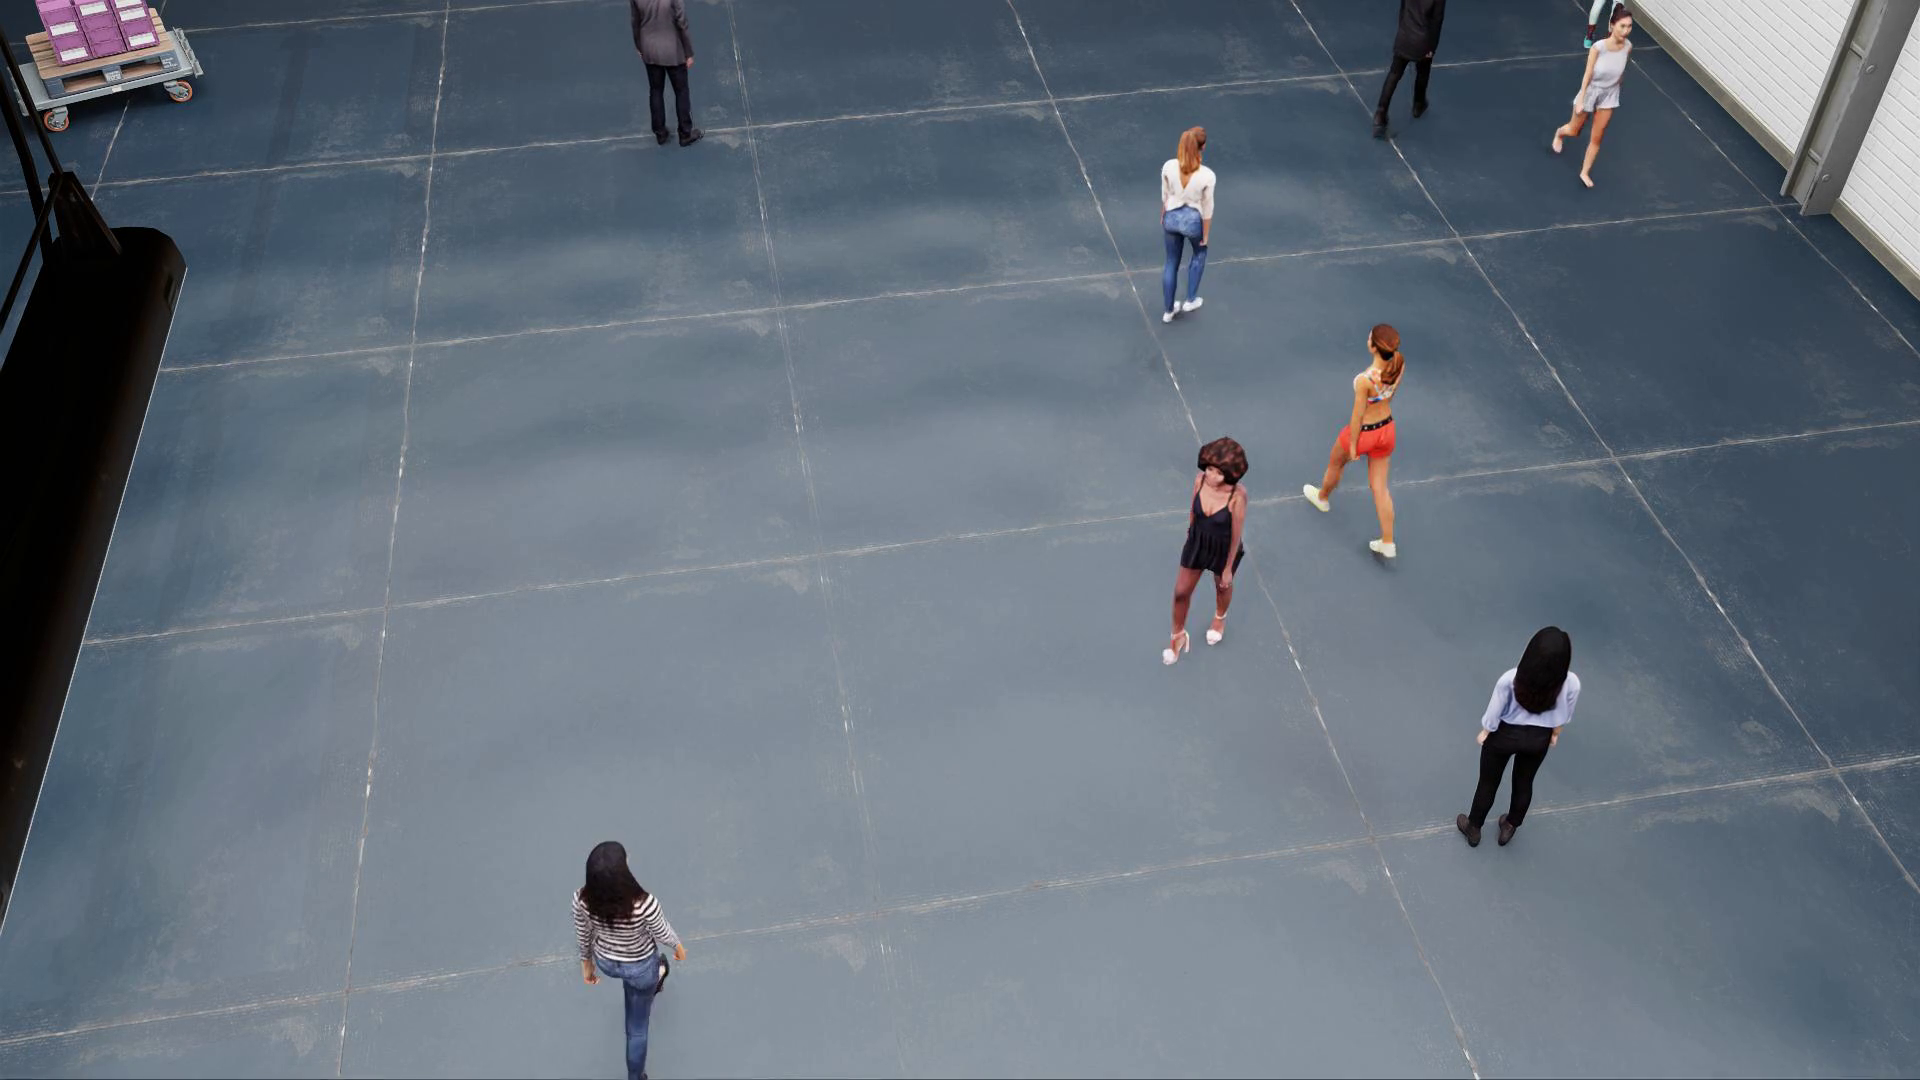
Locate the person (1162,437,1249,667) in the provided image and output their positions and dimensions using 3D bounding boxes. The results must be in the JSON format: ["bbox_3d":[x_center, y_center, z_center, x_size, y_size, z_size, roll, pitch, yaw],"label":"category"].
[{"bbox_3d":[1.649,0.016,10.518,0.830,1.766,0.897,23,48,22],"label":"person"}]

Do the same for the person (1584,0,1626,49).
[{"bbox_3d":[6.575,-5.720,16.570,0.644,1.724,0.715,30,51,27],"label":"person"}]

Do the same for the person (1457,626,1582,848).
[{"bbox_3d":[3.146,1.125,9.370,0.687,1.744,0.614,1,44,1],"label":"person"}]

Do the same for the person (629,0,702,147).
[{"bbox_3d":[-2.698,-4.477,15.186,0.804,1.833,0.745,8,44,8],"label":"person"}]

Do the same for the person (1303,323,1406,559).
[{"bbox_3d":[2.824,-0.647,11.226,0.780,1.750,1.207,-18,47,-18],"label":"person"}]

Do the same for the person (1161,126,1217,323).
[{"bbox_3d":[1.737,-2.442,13.139,0.736,1.710,0.779,17,46,17],"label":"person"}]

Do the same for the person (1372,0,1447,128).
[{"bbox_3d":[4.180,-4.625,15.398,1.105,1.754,1.122,28,50,26],"label":"person"}]

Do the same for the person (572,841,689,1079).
[{"bbox_3d":[-1.664,2.202,8.240,0.866,1.745,1.180,6,44,6],"label":"person"}]

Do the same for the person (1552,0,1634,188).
[{"bbox_3d":[5.661,-3.996,14.858,0.588,1.588,0.880,-6,44,-6],"label":"person"}]
